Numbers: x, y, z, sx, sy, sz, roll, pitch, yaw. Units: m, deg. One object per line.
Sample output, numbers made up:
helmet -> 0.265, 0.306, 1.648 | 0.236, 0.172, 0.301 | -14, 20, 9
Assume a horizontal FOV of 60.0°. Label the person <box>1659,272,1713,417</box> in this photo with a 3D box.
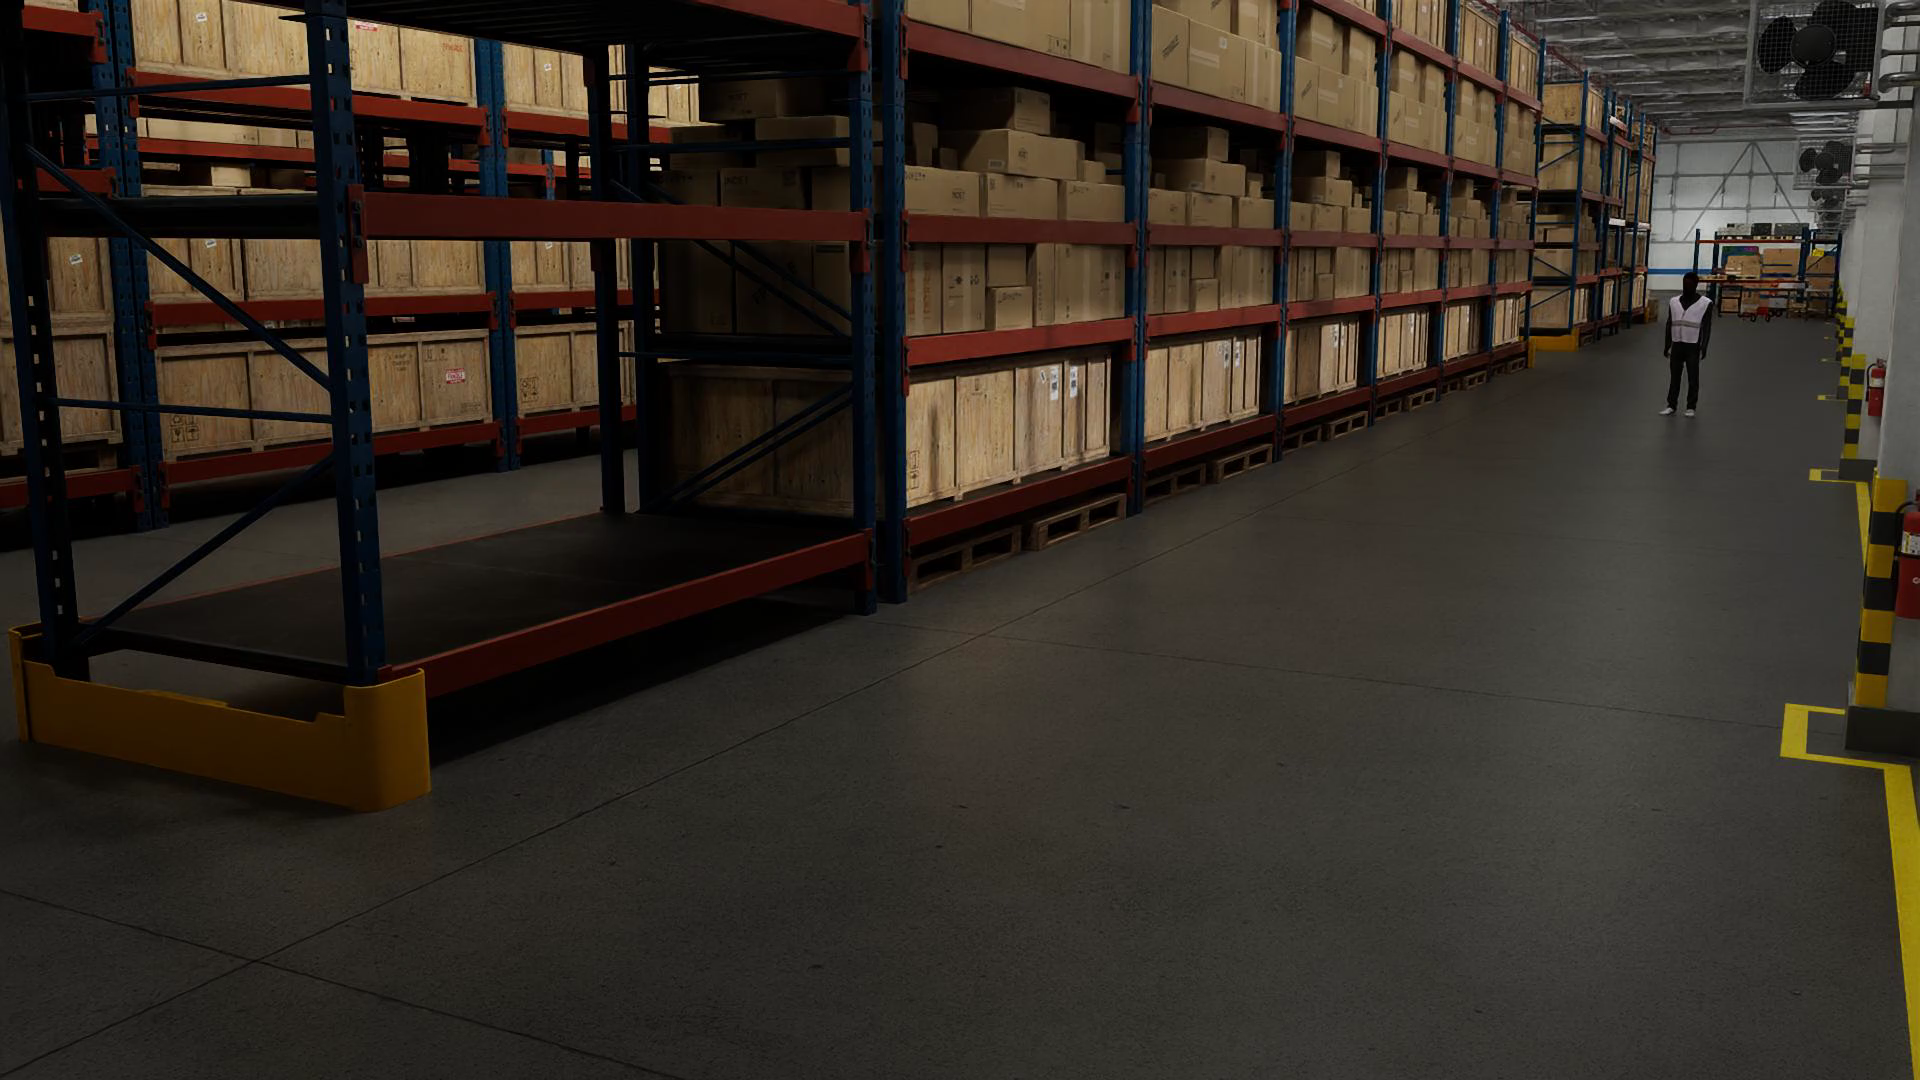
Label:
person -> 9.703, -2.604, 22.204 | 0.392, 1.919, 0.590 | -9, 13, -43
